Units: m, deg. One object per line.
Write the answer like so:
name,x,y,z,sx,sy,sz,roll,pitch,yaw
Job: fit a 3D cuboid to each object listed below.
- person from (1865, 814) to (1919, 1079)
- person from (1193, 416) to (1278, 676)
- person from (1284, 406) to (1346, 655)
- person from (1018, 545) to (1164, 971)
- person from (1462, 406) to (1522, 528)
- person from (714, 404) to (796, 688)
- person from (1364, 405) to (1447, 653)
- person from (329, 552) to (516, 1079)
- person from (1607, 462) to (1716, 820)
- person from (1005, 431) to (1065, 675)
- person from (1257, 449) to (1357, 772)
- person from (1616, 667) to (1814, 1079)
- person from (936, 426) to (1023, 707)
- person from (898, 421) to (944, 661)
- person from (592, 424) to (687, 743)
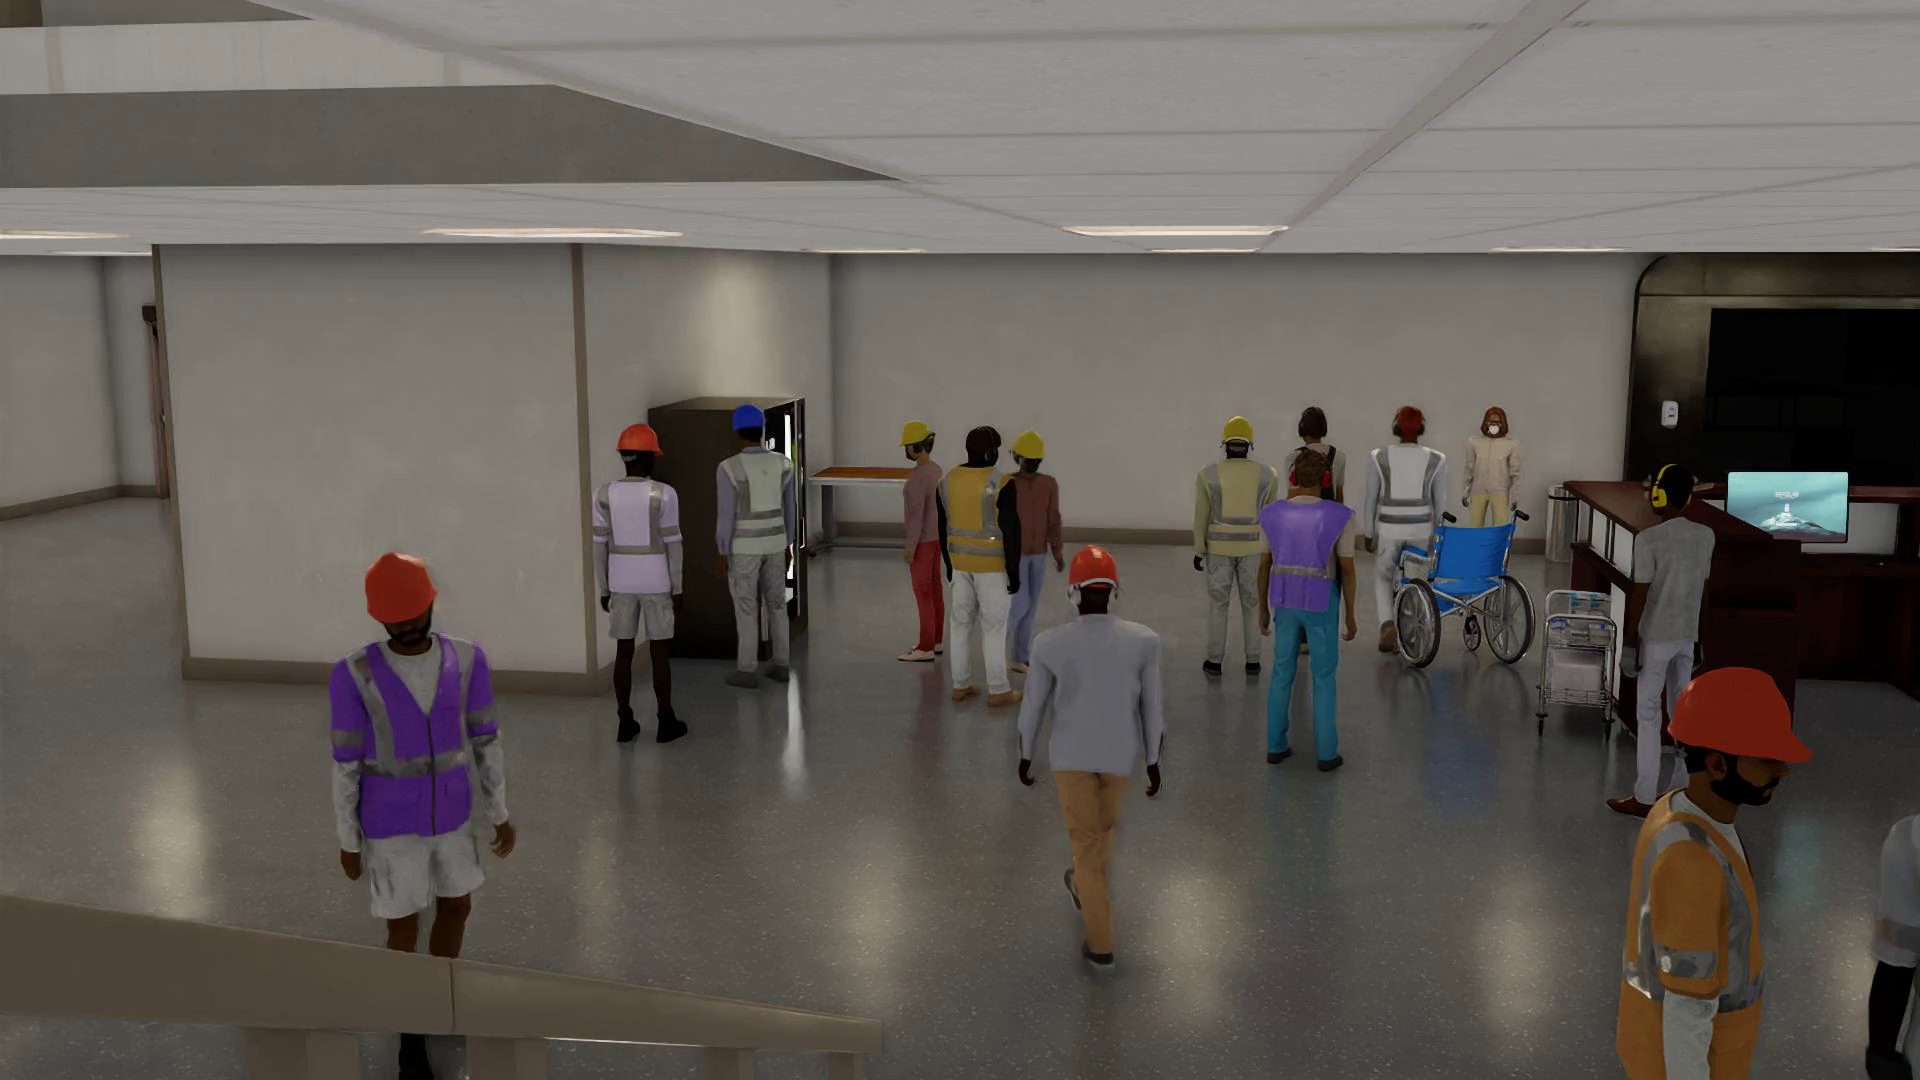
person,2.402,1.265,3.820,0.609,1.954,0.387,6,11,33
person,1.931,0.047,11.693,0.600,1.831,0.404,0,9,-1
person,2.612,-0.068,12.360,0.506,1.845,0.342,-3,10,-21
person,0.533,0.868,7.010,0.588,1.698,0.887,-2,9,-13
person,4.823,-0.401,15.108,0.508,1.627,0.291,5,10,27
person,-1.410,0.047,11.385,0.630,1.945,0.406,-8,12,-39
person,3.266,-0.055,12.218,0.593,1.868,0.586,2,9,11
person,-1.920,0.958,5.882,0.606,1.905,0.630,-8,12,-40
person,3.656,0.532,8.640,0.508,1.858,0.326,-4,10,-21
person,0.473,0.105,11.616,0.519,1.746,0.382,-6,11,-33
person,1.966,0.403,9.502,0.566,1.836,0.381,6,11,31
person,1.769,1.246,3.979,0.373,1.934,0.551,4,10,22
person,0.149,0.172,10.899,0.625,1.844,0.429,7,11,35
person,-0.287,0.008,12.156,0.320,1.763,0.522,3,10,17
person,-1.924,0.265,10.047,0.542,1.931,0.375,1,9,9
